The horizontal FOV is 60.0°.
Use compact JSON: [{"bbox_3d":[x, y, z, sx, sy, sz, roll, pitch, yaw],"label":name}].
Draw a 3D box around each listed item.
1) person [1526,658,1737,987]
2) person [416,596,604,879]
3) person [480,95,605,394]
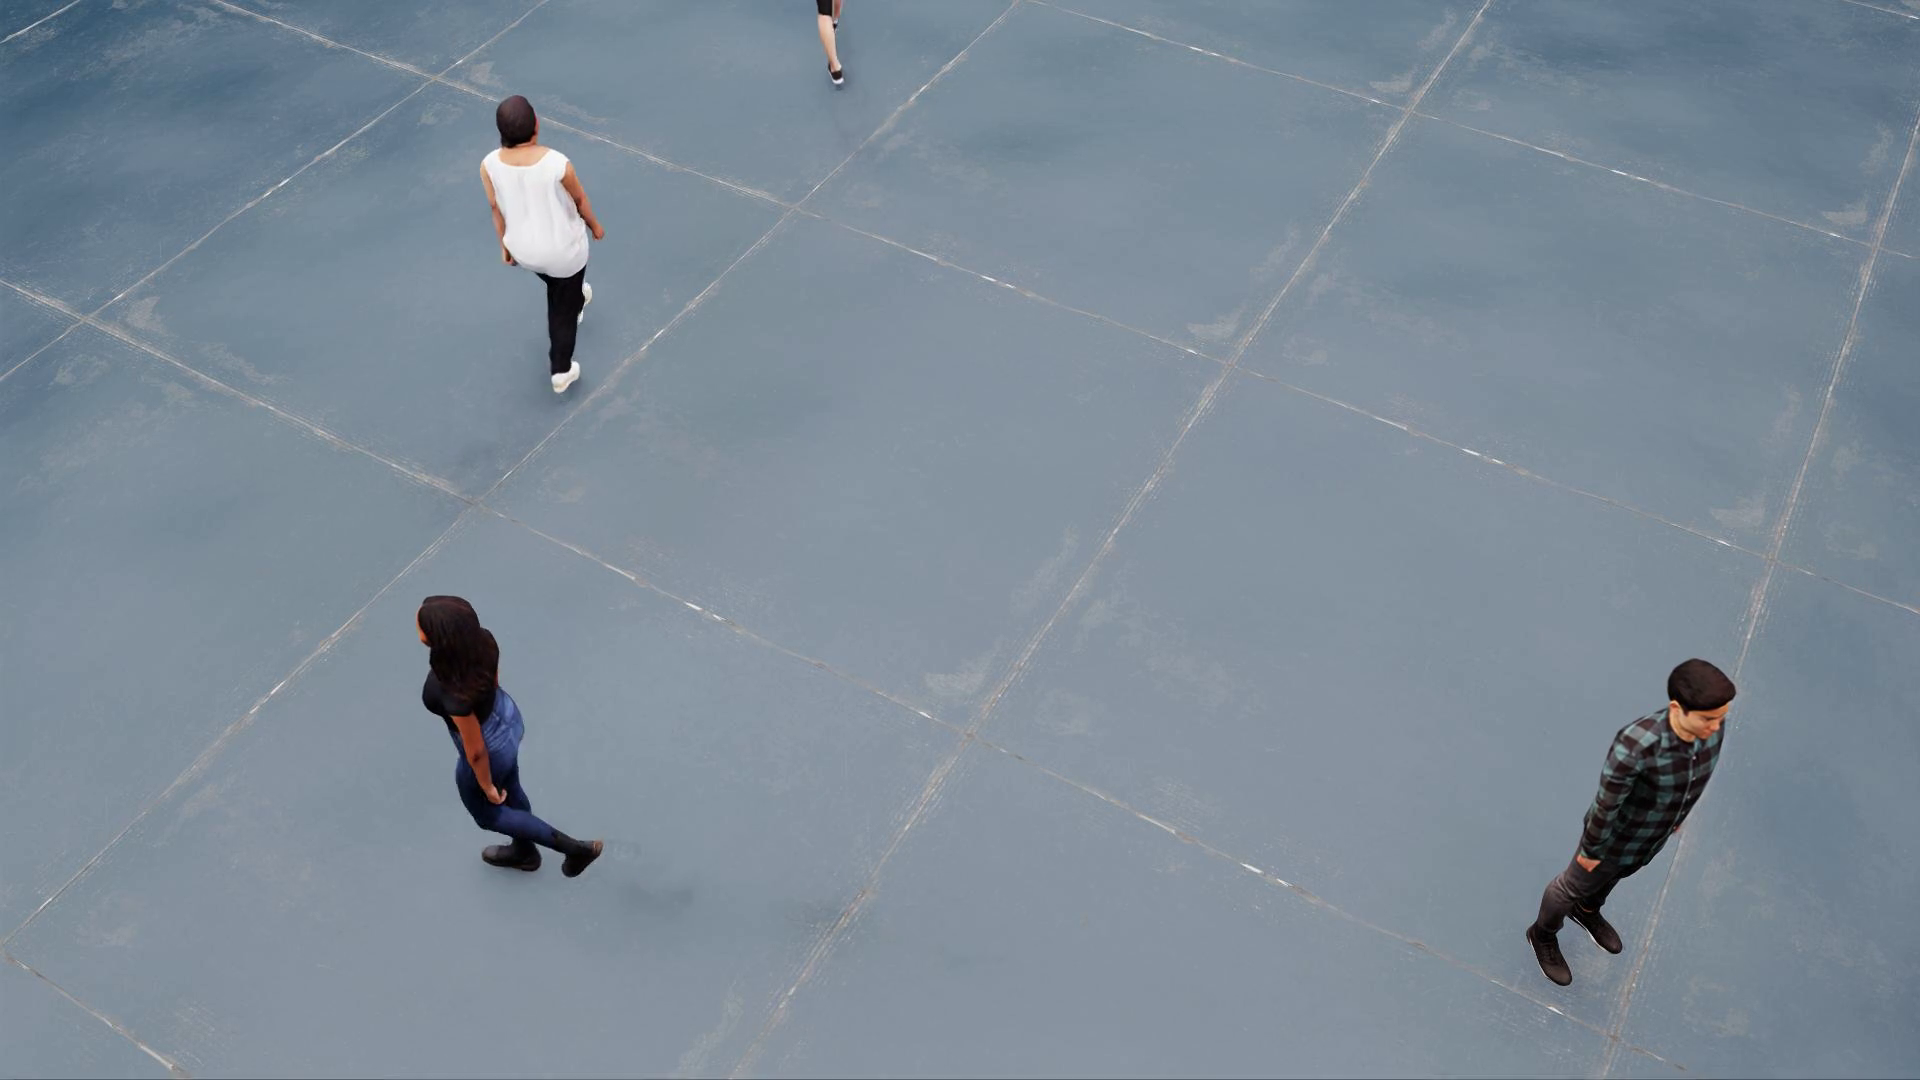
[{"bbox_3d":[2.486,1.036,6.157,0.745,1.715,0.721,-21,51,-19],"label":"person"},{"bbox_3d":[-1.786,0.834,6.622,0.905,1.725,0.739,6,48,6],"label":"person"},{"bbox_3d":[-2.215,-1.550,8.881,1.105,1.645,0.900,11,48,10],"label":"person"}]
